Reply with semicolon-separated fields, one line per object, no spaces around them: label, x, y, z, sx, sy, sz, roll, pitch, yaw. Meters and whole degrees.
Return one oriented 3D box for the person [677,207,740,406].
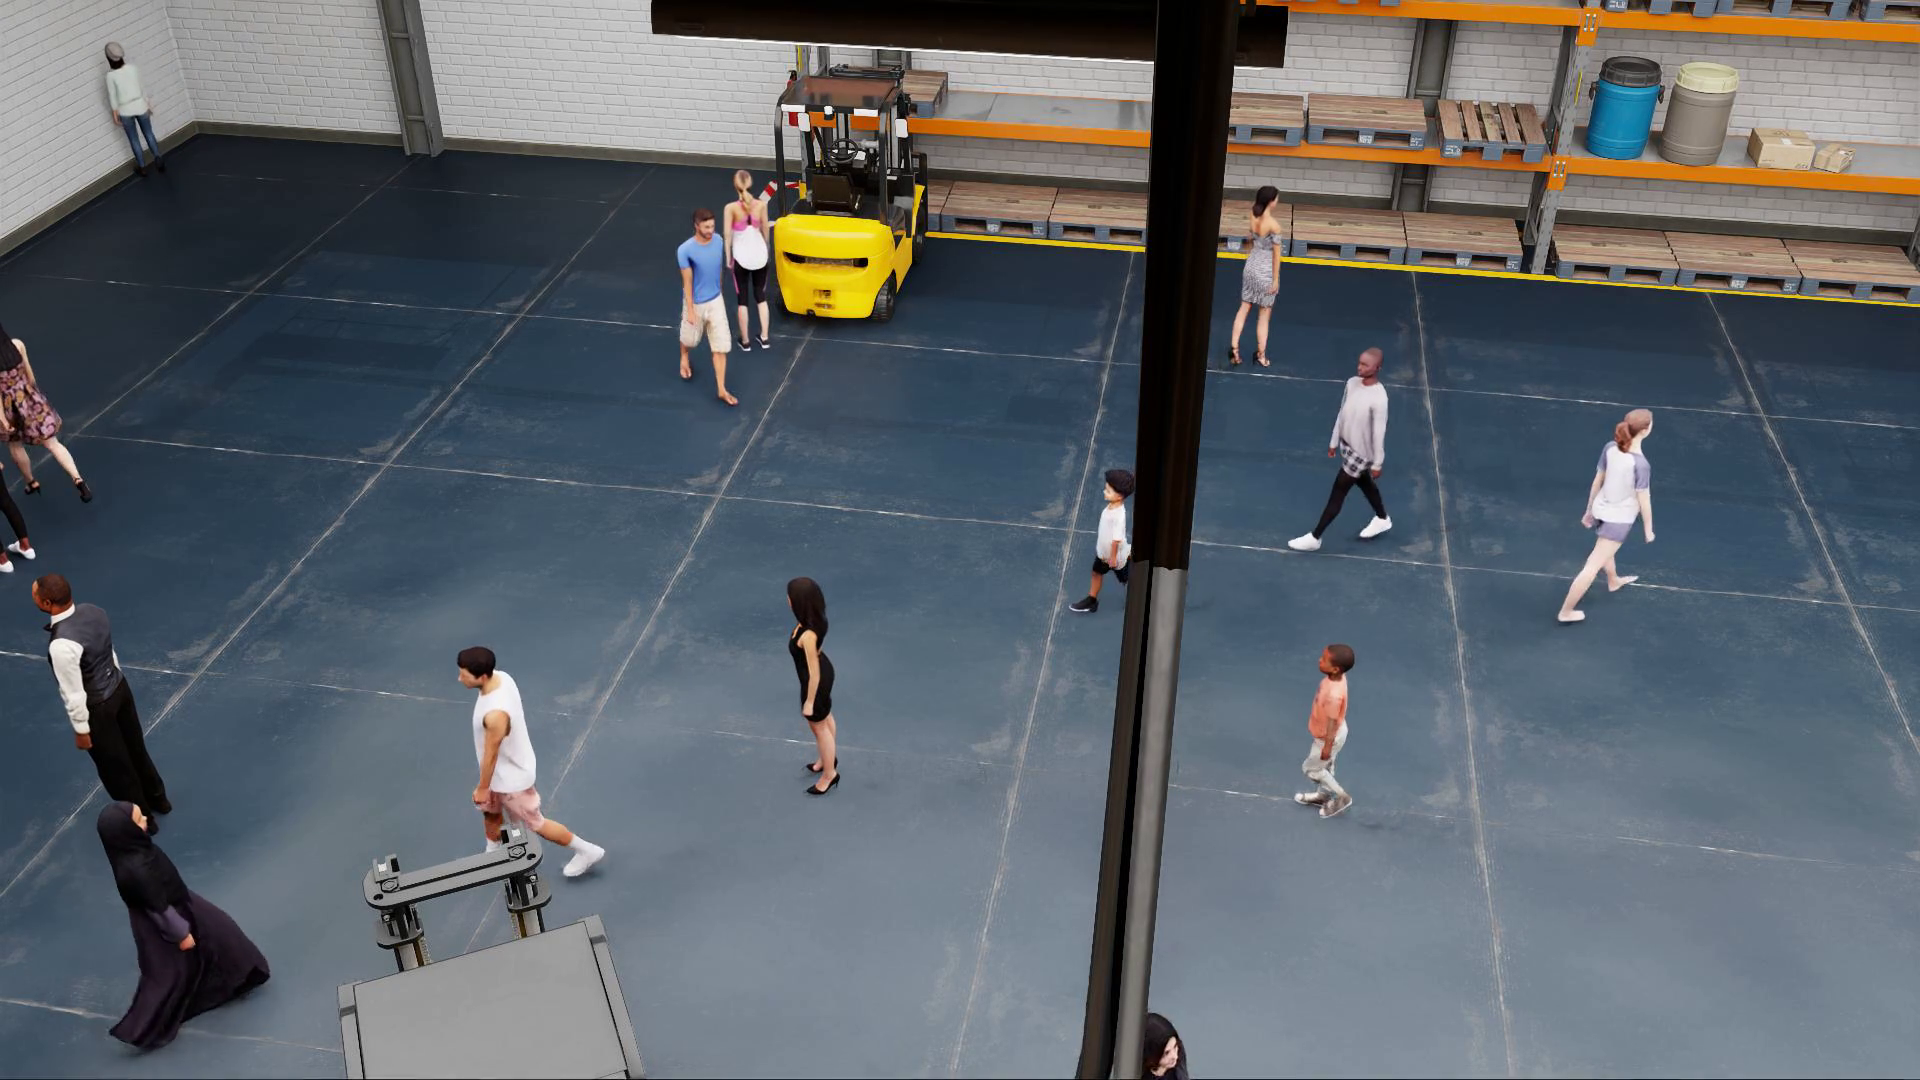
person;-2.383;-2.201;15.149;1.183;1.832;1.265;-21;39;-28

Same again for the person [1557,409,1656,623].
person;4.682;-0.130;12.128;1.133;1.727;0.936;-12;35;-17

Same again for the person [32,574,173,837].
person;-5.286;1.015;10.235;0.640;1.916;0.724;0;34;-1

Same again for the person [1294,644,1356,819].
person;2.385;1.211;10.491;0.585;1.305;0.508;8;35;12

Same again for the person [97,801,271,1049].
person;-4.367;2.049;8.954;1.141;1.611;1.015;-16;37;-22

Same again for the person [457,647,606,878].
person;-2.579;1.365;9.865;1.215;1.743;0.945;-9;35;-13

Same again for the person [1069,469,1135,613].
person;1.202;0.035;12.314;0.916;1.246;0.632;-3;34;-4

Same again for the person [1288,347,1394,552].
person;3.186;-0.701;12.987;1.269;1.726;1.028;-11;35;-16

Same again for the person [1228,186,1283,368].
person;2.758;-2.449;15.533;0.805;1.820;0.748;-20;38;-27

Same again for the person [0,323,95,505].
person;-7.515;-1.013;13.441;1.220;1.744;0.934;20;39;28

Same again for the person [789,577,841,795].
person;-0.915;0.924;10.613;0.530;1.648;0.585;1;34;1

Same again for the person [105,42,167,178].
person;-9.738;-5.067;19.632;0.887;1.641;0.811;28;43;35

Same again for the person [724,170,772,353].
person;-2.006;-2.652;15.872;0.638;1.783;0.743;-12;36;-18
